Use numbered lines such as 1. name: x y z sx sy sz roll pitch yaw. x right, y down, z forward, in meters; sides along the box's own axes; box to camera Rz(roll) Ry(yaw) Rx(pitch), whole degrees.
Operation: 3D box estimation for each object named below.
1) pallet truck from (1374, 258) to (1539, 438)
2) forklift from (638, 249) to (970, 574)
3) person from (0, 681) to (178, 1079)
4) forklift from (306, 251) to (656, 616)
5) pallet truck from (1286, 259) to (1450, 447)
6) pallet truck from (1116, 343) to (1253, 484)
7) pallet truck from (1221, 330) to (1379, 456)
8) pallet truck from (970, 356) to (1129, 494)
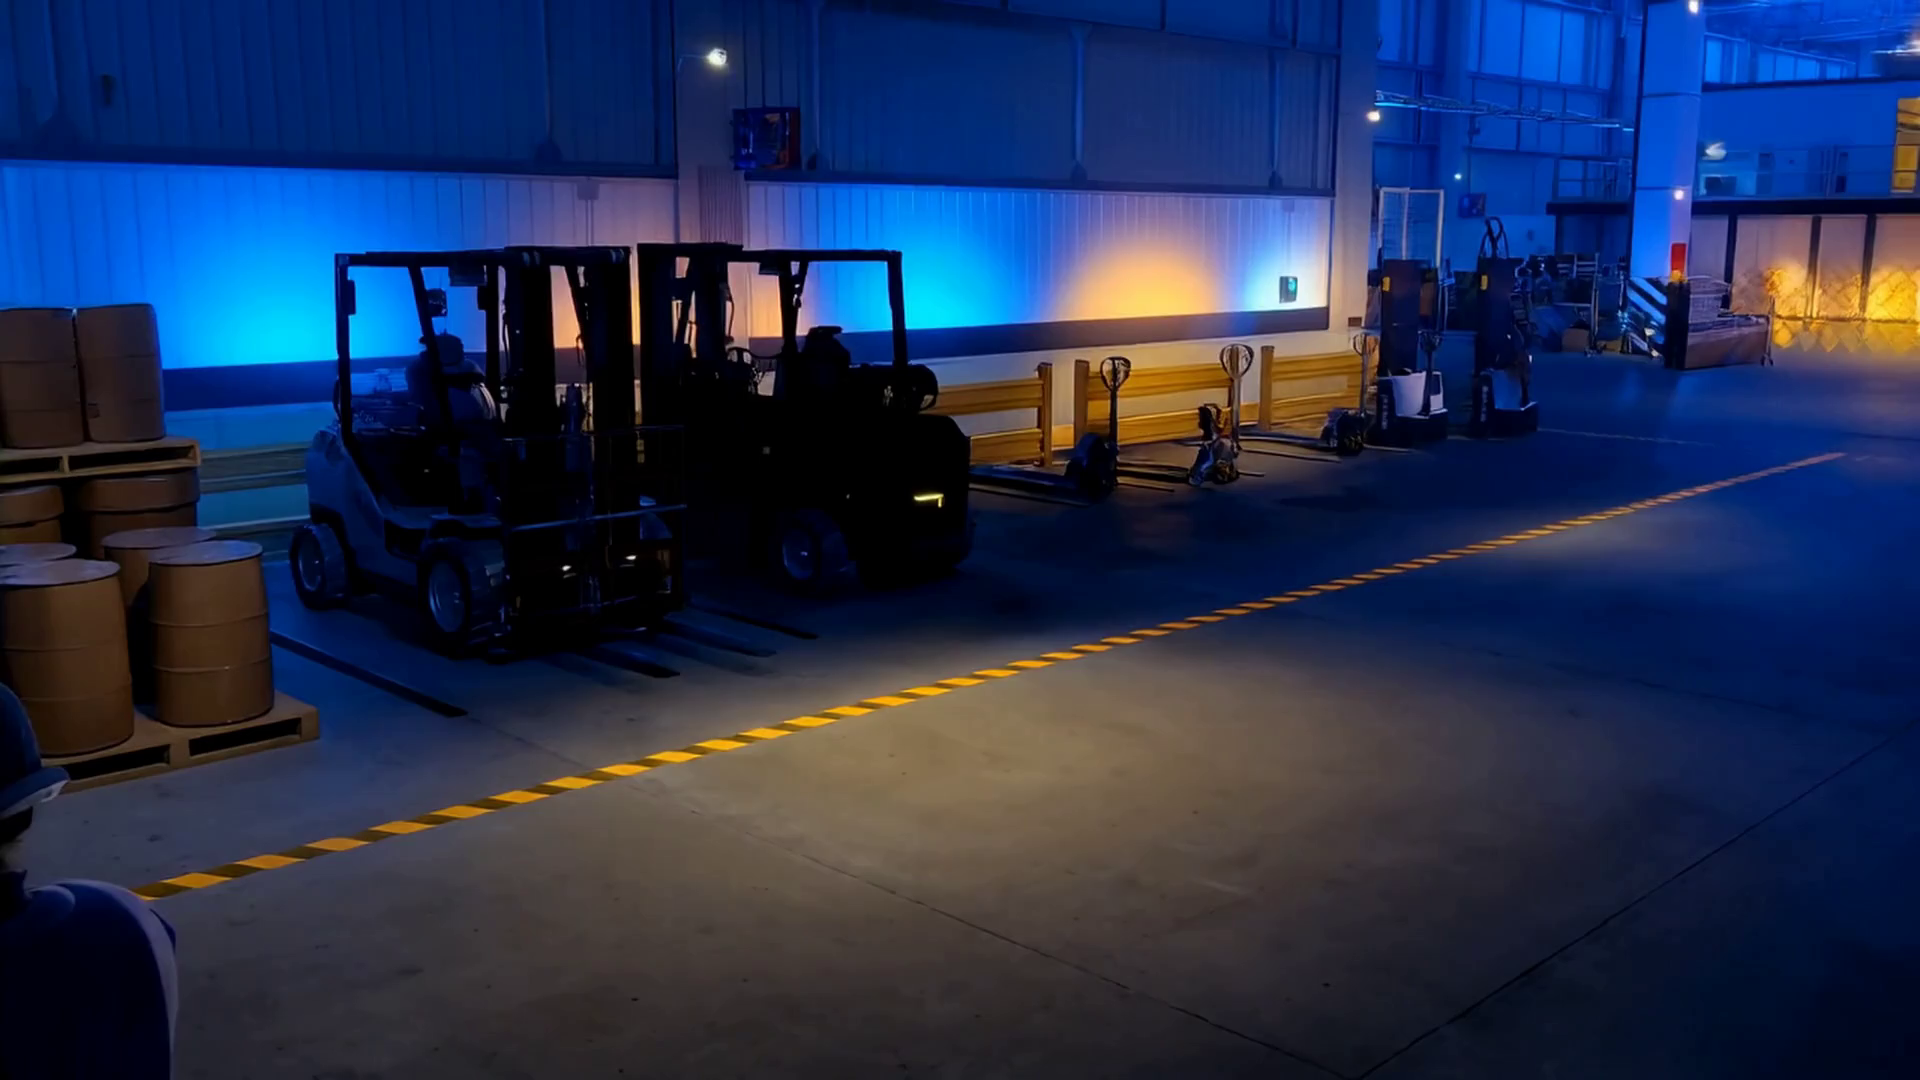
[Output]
1. pallet truck: 5.704 -2.208 18.901 1.885 1.965 0.823 10 14 43
2. forklift: -1.173 -0.958 11.239 2.680 1.987 1.157 10 14 43
3. person: -1.060 1.006 1.823 0.404 1.831 0.600 -1 10 -4
4. forklift: -2.833 -0.669 9.694 1.157 1.987 2.680 -10 14 -44
5. pallet truck: 4.493 -2.078 18.196 0.823 1.965 1.885 -9 14 -40
6. pallet truck: 1.962 -1.215 15.415 1.522 1.261 0.704 10 14 43
7. pallet truck: 3.563 -1.581 17.381 0.653 1.274 1.630 -10 14 -44
8. pallet truck: 0.784 -1.085 14.876 0.680 1.201 1.601 -10 14 -44
